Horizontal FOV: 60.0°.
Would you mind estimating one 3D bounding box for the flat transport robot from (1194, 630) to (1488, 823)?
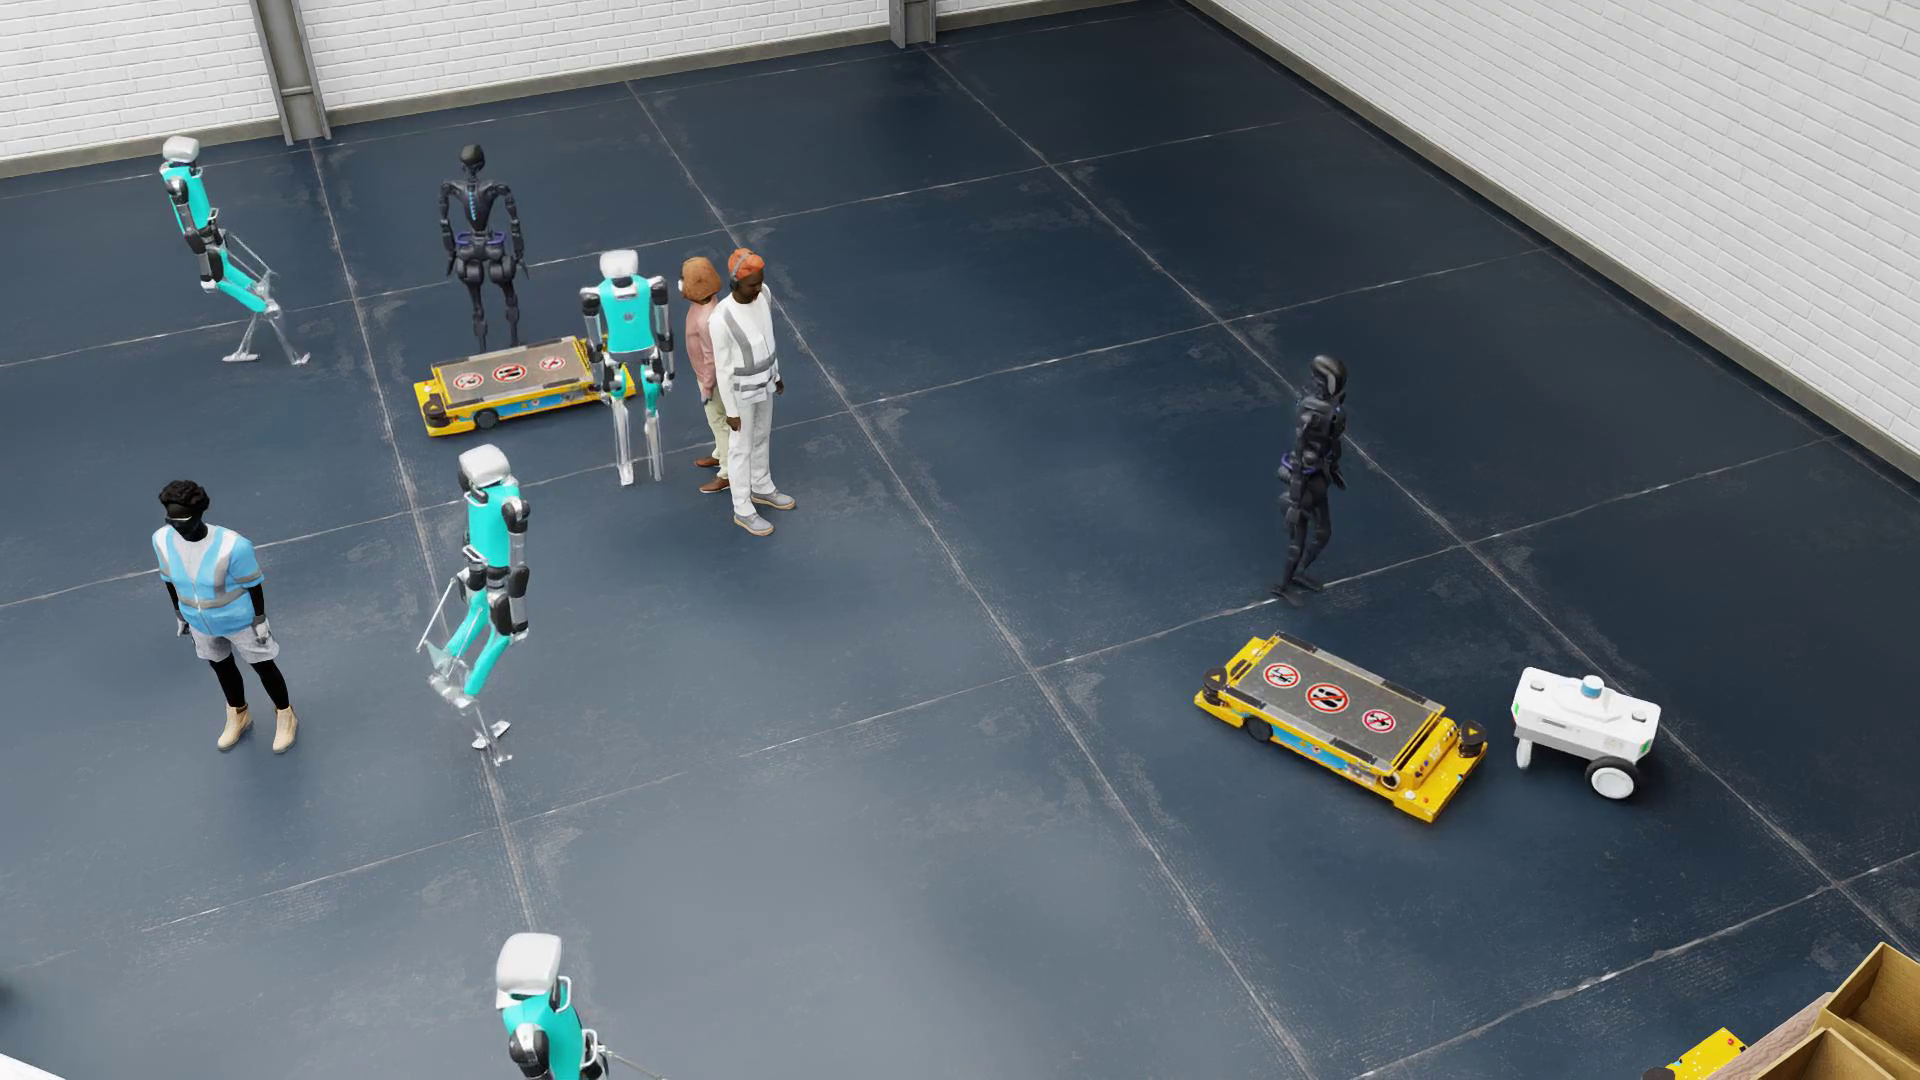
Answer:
[{"bbox_3d":[2.056,0.966,9.016,1.431,0.231,0.659,26,44,30],"label":"flat transport robot"}]

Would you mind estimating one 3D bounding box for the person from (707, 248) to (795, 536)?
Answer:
[{"bbox_3d":[-1.269,-0.915,10.138,0.355,1.887,0.573,16,40,19],"label":"person"}]

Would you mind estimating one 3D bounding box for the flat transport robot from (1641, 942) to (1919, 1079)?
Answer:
[{"bbox_3d":[3.523,2.652,6.822,0.659,0.231,1.431,-21,42,-25],"label":"flat transport robot"}]

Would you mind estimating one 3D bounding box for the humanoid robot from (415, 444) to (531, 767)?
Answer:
[{"bbox_3d":[-2.533,0.409,8.563,0.810,1.791,0.533,-30,47,-33],"label":"humanoid robot"}]

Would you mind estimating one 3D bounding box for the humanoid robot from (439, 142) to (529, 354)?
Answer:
[{"bbox_3d":[-3.362,-2.010,11.734,0.590,1.649,0.449,-2,38,-3],"label":"humanoid robot"}]

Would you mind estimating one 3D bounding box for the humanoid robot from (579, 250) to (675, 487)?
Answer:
[{"bbox_3d":[-2.095,-1.107,10.544,0.530,1.818,0.752,-12,39,-15],"label":"humanoid robot"}]

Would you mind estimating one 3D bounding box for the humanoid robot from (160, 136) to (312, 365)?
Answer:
[{"bbox_3d":[-5.010,-1.955,11.691,0.760,1.883,0.543,-9,38,-11],"label":"humanoid robot"}]

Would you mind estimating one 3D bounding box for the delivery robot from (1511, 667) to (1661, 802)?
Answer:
[{"bbox_3d":[3.288,0.975,8.762,0.744,0.584,0.520,17,41,21],"label":"delivery robot"}]

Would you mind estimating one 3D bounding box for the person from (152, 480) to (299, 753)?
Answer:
[{"bbox_3d":[-3.802,0.400,8.577,0.535,1.699,0.318,4,38,5],"label":"person"}]

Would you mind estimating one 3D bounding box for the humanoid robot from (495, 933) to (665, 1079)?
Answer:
[{"bbox_3d":[-1.162,2.123,6.337,0.953,1.782,0.558,-6,38,-7],"label":"humanoid robot"}]

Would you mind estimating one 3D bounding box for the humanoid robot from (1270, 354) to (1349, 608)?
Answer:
[{"bbox_3d":[2.019,-0.333,9.551,0.330,1.653,0.594,23,43,27],"label":"humanoid robot"}]

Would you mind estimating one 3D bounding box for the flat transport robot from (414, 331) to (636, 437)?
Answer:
[{"bbox_3d":[-3.073,-1.105,11.712,1.431,0.231,0.659,-14,40,-18],"label":"flat transport robot"}]

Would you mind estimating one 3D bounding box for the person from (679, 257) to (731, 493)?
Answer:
[{"bbox_3d":[-1.597,-1.057,10.524,0.288,1.636,0.498,-7,38,-9],"label":"person"}]

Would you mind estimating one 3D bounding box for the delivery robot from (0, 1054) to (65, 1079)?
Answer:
[{"bbox_3d":[-3.827,2.431,6.882,0.808,0.604,0.499,13,39,17],"label":"delivery robot"}]
